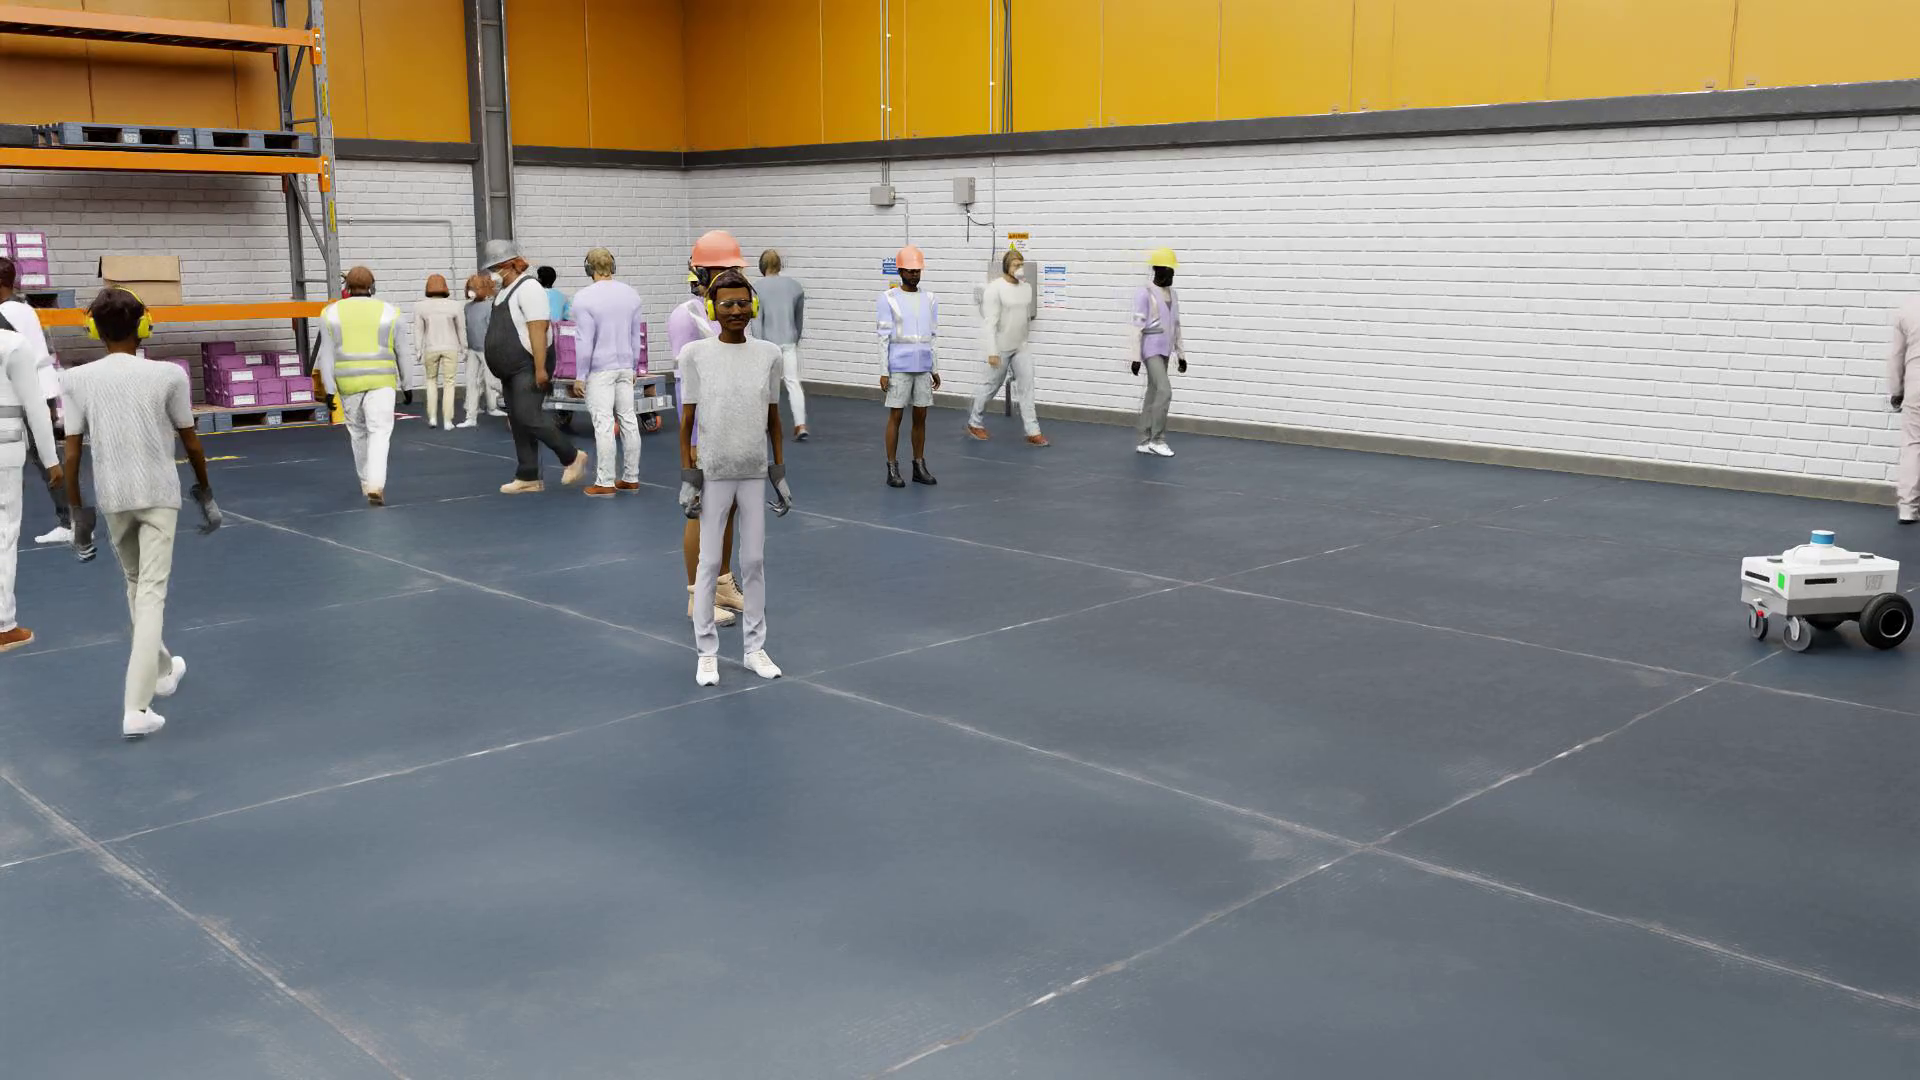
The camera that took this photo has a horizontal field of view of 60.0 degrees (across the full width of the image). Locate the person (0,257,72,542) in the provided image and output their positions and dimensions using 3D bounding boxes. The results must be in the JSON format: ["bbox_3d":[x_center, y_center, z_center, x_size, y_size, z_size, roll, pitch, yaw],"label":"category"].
[{"bbox_3d":[-6.250,-0.898,10.890,0.893,1.880,0.613,-4,11,-21],"label":"person"}]

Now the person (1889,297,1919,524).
[{"bbox_3d":[6.946,-1.050,11.740,0.810,1.864,0.686,-10,14,-43],"label":"person"}]

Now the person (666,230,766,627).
[{"bbox_3d":[-1.252,-0.582,8.713,0.375,2.044,0.604,5,11,25],"label":"person"}]

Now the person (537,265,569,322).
[{"bbox_3d":[-4.720,-2.334,19.246,0.605,1.676,0.538,7,12,34],"label":"person"}]

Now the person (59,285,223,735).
[{"bbox_3d":[-3.423,-0.147,6.966,0.517,1.817,0.995,-1,10,-6],"label":"person"}]

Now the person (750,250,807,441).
[{"bbox_3d":[-1.801,-1.924,16.492,0.628,1.890,1.067,-5,11,-23],"label":"person"}]

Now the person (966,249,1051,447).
[{"bbox_3d":[0.436,-1.869,16.161,0.649,1.897,1.017,-10,14,-42],"label":"person"}]

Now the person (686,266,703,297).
[{"bbox_3d":[-2.317,-1.610,15.073,0.525,1.769,0.308,10,14,43],"label":"person"}]

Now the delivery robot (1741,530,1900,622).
[{"bbox_3d":[4.272,0.196,8.276,0.707,0.478,0.477,-2,11,-11],"label":"delivery robot"}]

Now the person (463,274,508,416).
[{"bbox_3d":[-5.384,-2.190,18.704,0.617,1.600,0.530,1,10,7],"label":"person"}]

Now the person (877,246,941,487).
[{"bbox_3d":[-0.397,-1.396,13.434,0.552,1.936,0.358,-6,12,-29],"label":"person"}]

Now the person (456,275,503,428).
[{"bbox_3d":[-5.047,-2.014,17.707,0.511,1.606,0.713,7,12,33],"label":"person"}]

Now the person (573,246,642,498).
[{"bbox_3d":[-2.727,-1.289,12.866,0.373,1.936,0.627,8,13,38],"label":"person"}]

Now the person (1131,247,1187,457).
[{"bbox_3d":[1.876,-1.711,15.224,0.629,1.904,0.609,8,13,37],"label":"person"}]

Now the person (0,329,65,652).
[{"bbox_3d":[-4.739,-0.386,8.128,0.595,1.871,0.461,1,10,4],"label":"person"}]

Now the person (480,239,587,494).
[{"bbox_3d":[-3.404,-1.377,13.054,0.649,2.000,0.724,-7,13,-34],"label":"person"}]

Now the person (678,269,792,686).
[{"bbox_3d":[-1.016,-0.282,7.543,0.521,1.874,0.328,-5,11,-23],"label":"person"}]

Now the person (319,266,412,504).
[{"bbox_3d":[-4.511,-1.184,12.671,0.639,1.802,0.951,-3,11,-14],"label":"person"}]

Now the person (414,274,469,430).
[{"bbox_3d":[-5.428,-1.971,17.440,0.517,1.618,0.536,-2,11,-9],"label":"person"}]
